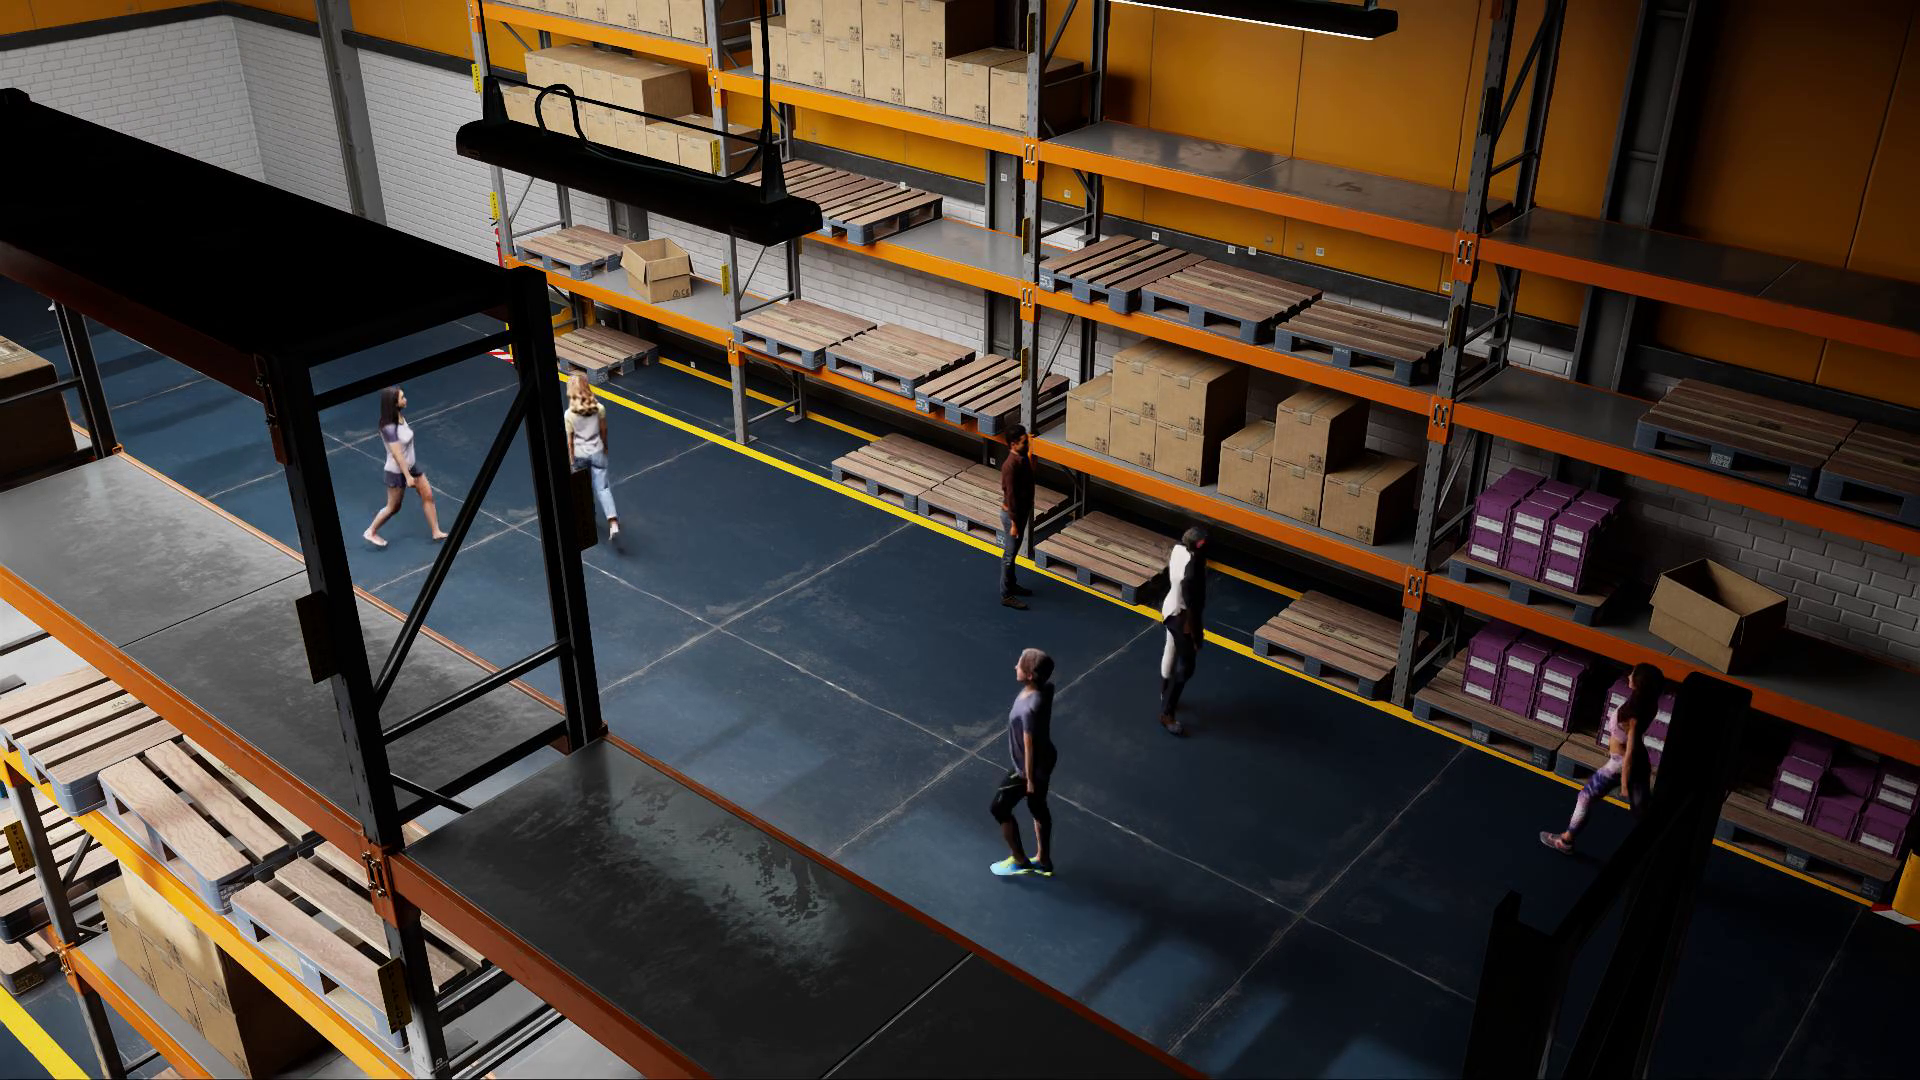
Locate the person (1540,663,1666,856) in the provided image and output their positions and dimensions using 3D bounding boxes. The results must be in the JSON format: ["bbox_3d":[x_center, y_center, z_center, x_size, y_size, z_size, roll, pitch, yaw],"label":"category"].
[{"bbox_3d":[4.779,1.653,11.705,1.189,1.727,0.603,21,35,34],"label":"person"}]

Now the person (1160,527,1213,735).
[{"bbox_3d":[1.769,0.615,13.472,0.936,1.856,0.882,-9,30,-16],"label":"person"}]

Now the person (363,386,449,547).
[{"bbox_3d":[-5.457,-0.668,16.016,1.138,1.672,1.042,0,29,-1],"label":"person"}]

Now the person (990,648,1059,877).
[{"bbox_3d":[0.582,1.600,11.652,0.786,1.869,0.770,10,30,17],"label":"person"}]

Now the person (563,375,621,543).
[{"bbox_3d":[-3.563,-0.765,16.168,0.859,1.696,1.174,-17,33,-28],"label":"person"}]

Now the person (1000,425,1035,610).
[{"bbox_3d":[0.495,-0.234,15.106,0.684,1.782,0.718,7,29,13],"label":"person"}]
